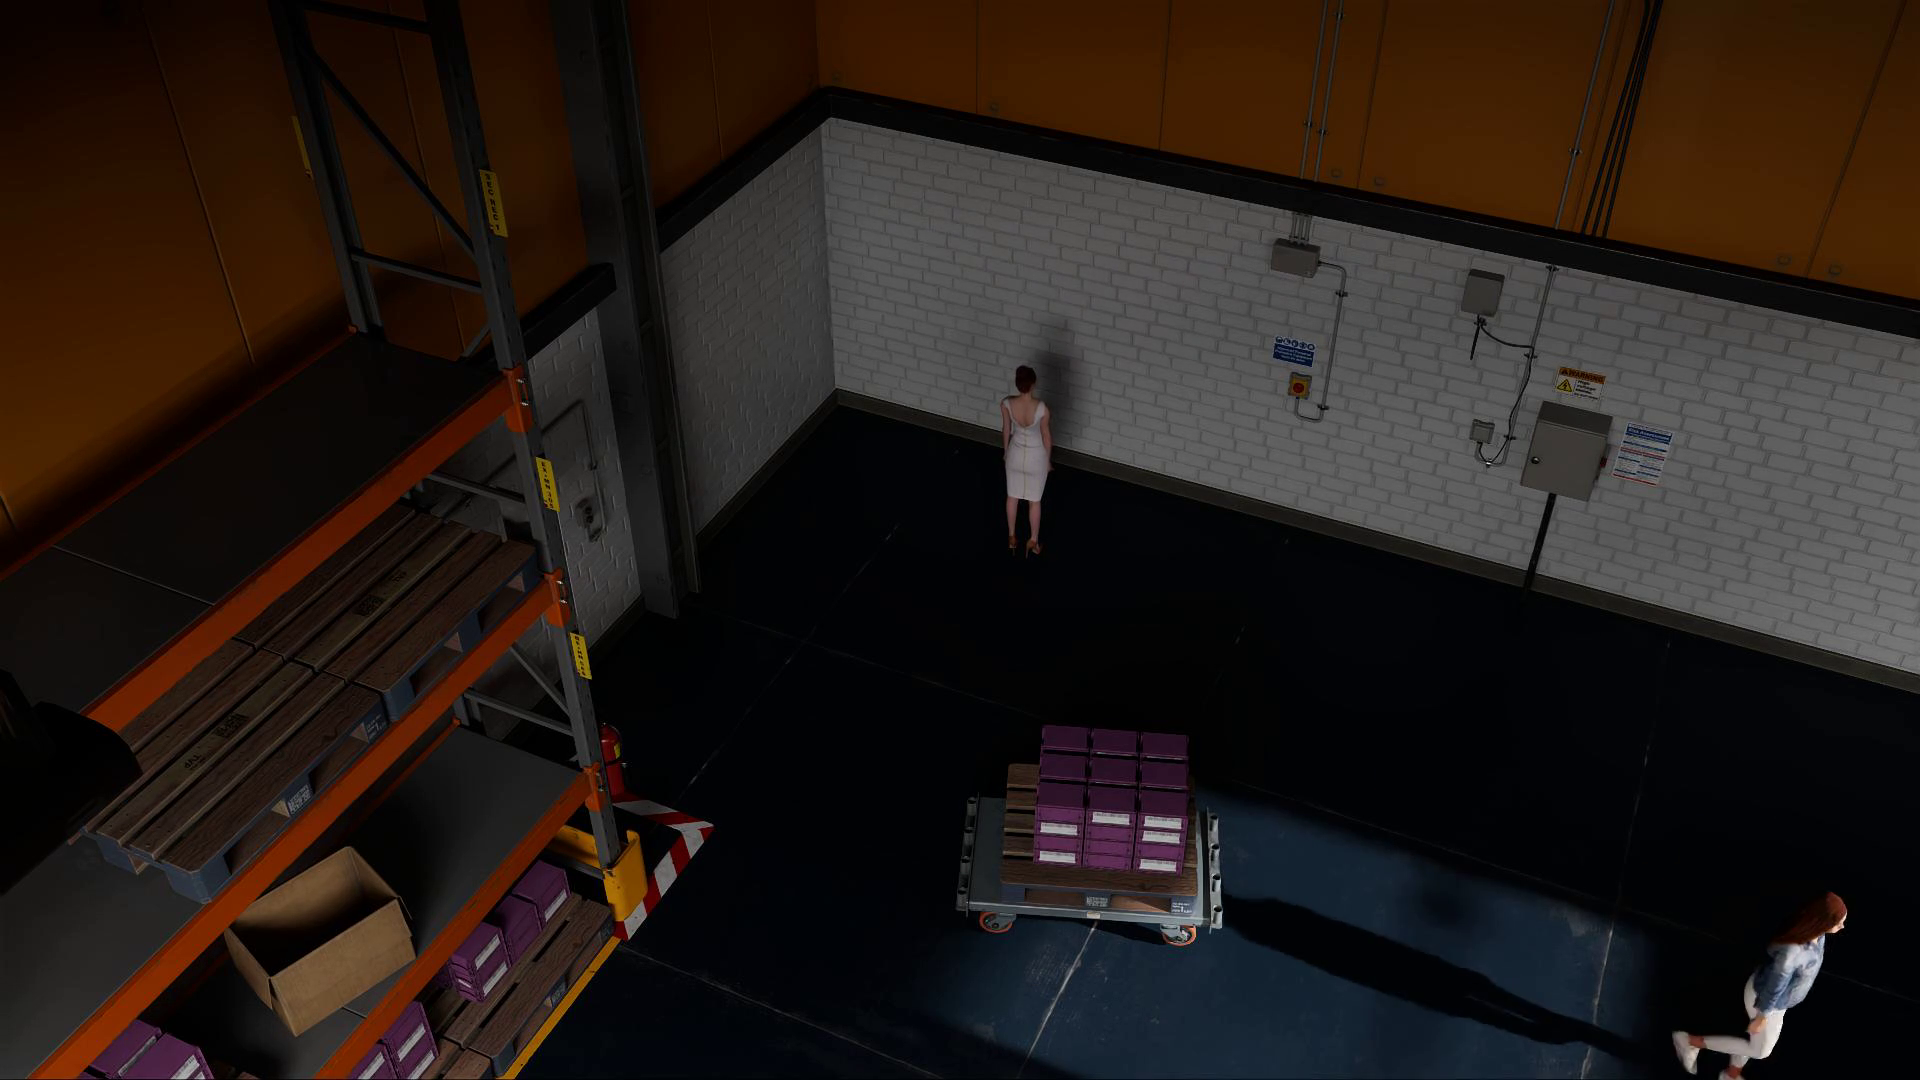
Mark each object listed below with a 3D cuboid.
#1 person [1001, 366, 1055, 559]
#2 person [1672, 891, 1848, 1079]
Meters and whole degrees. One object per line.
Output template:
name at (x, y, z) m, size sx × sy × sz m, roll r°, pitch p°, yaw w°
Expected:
person at (0.509, -0.617, 13.027) m, size 0.572 × 1.795 × 0.475 m, roll 14°, pitch 41°, yaw 17°
person at (4.412, 2.480, 9.237) m, size 0.798 × 1.685 × 0.820 m, roll 31°, pitch 48°, yaw 33°
